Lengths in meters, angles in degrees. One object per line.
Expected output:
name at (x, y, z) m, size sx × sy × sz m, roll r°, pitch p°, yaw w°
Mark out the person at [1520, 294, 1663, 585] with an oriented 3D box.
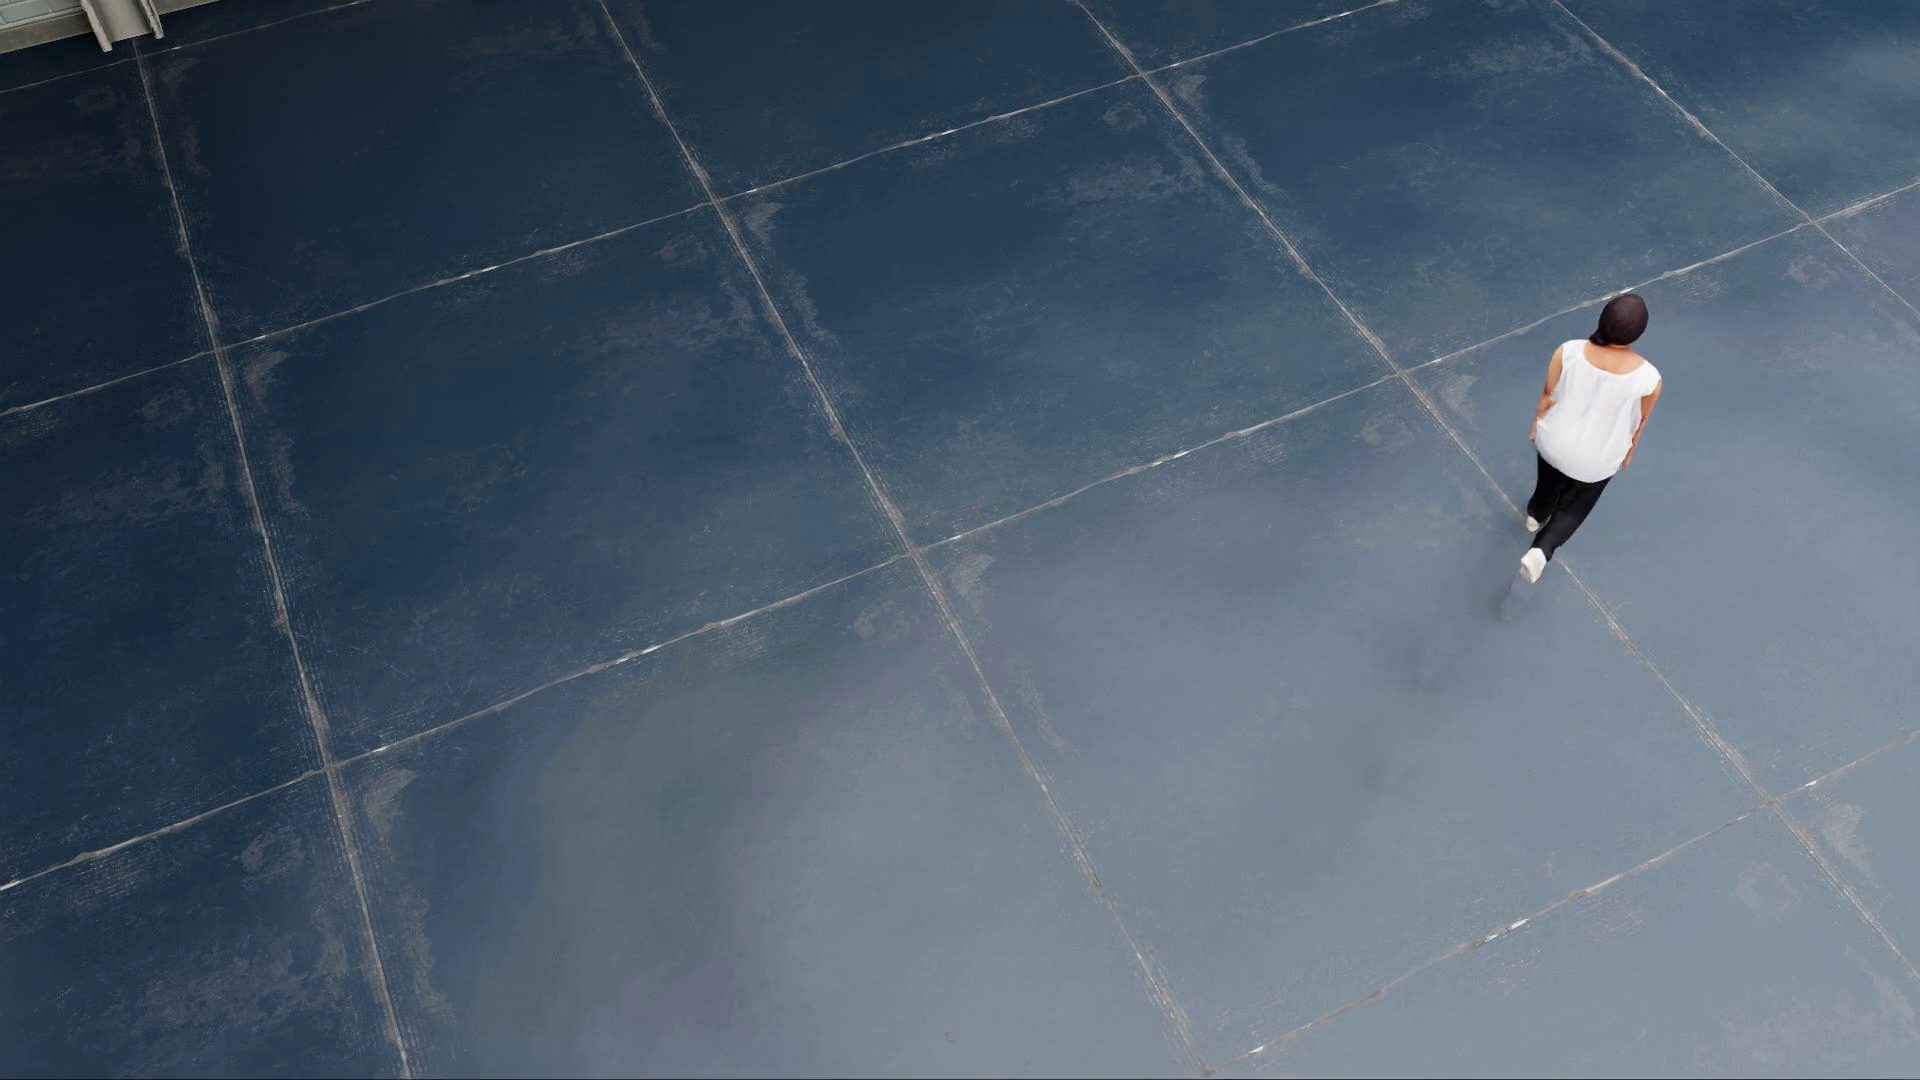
person at (2.948, -0.465, 7.922) m, size 0.892 × 1.668 × 1.059 m, roll 33°, pitch 59°, yaw 23°
